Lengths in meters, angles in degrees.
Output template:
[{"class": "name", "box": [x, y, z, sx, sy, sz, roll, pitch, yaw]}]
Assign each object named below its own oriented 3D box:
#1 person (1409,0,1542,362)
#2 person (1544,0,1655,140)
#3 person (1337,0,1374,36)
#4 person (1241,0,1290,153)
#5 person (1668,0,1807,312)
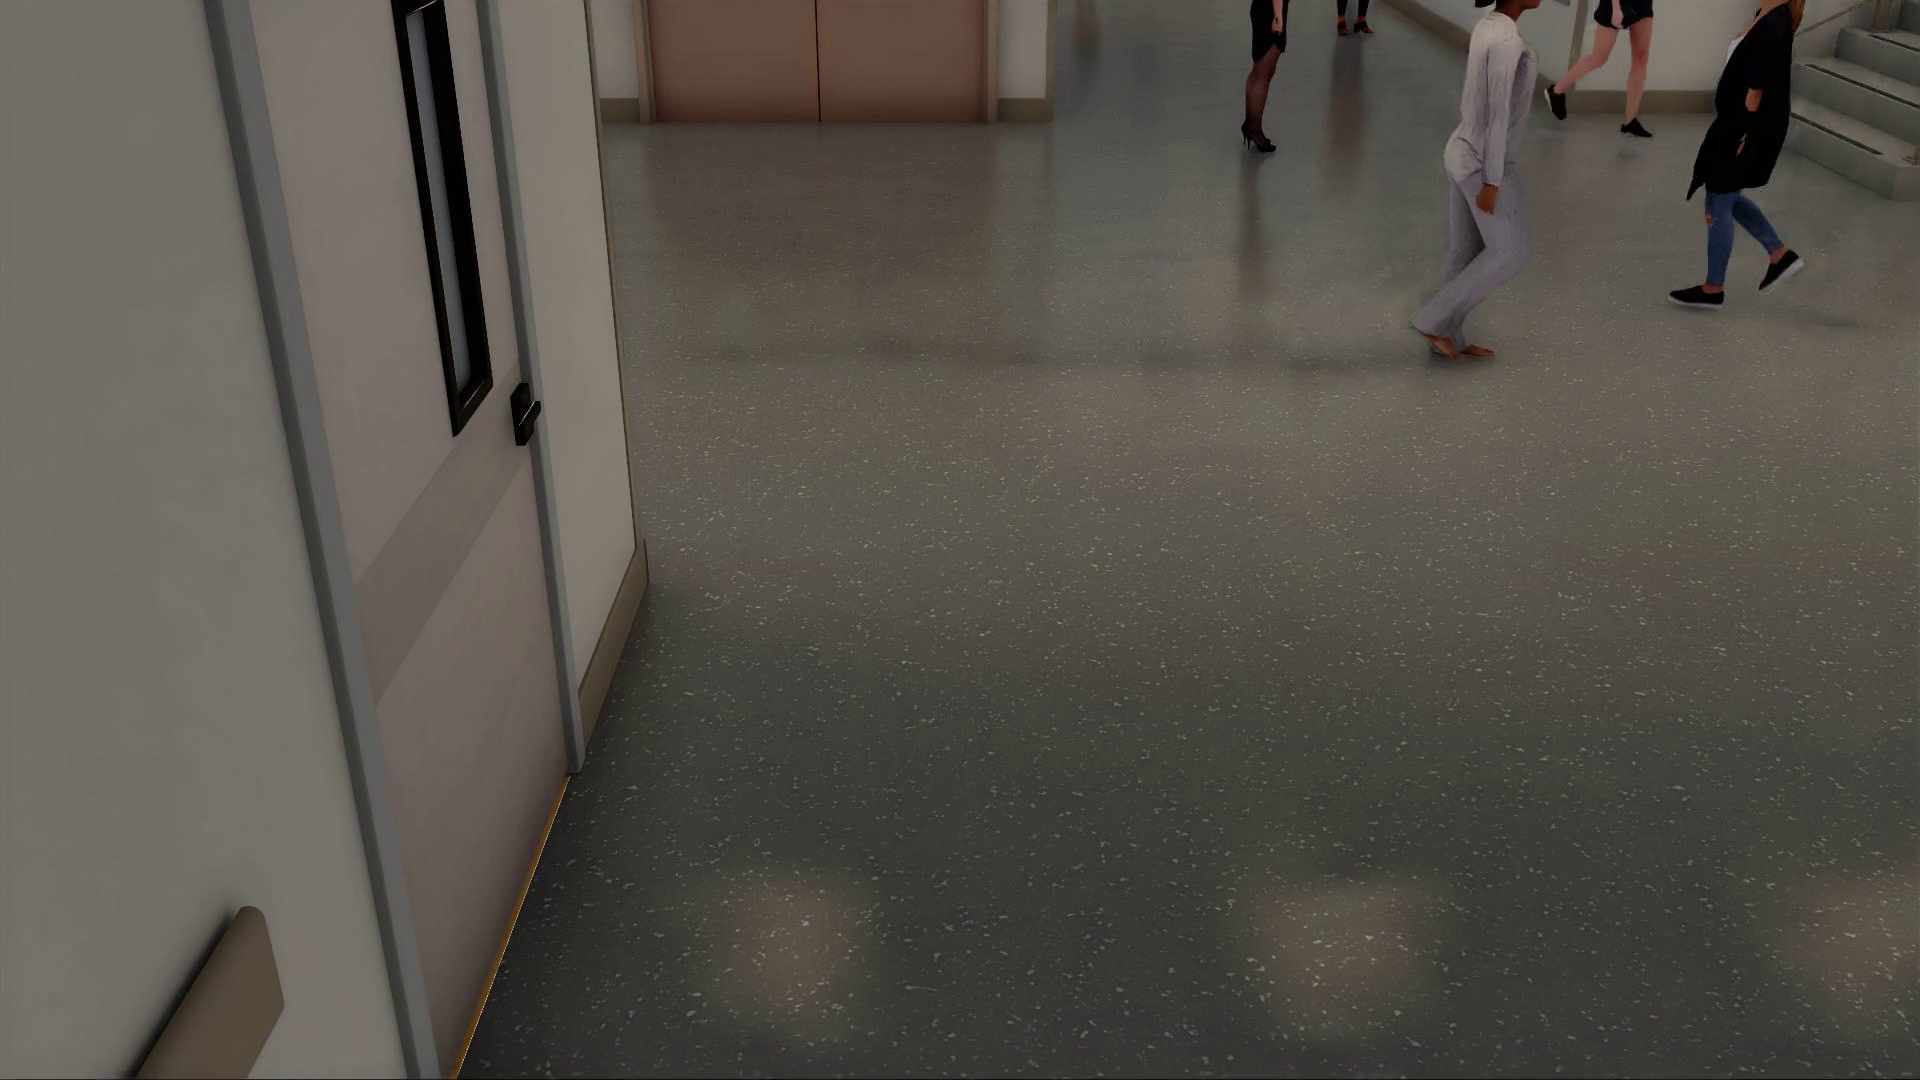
[{"class": "person", "box": [2.127, -1.583, 7.017, 0.682, 1.724, 0.648, 1, 26, 2]}, {"class": "person", "box": [4.390, -3.588, 11.175, 1.096, 1.723, 0.971, -13, 29, -25]}, {"class": "person", "box": [3.685, -5.508, 15.179, 0.570, 1.703, 0.719, -6, 26, -13]}, {"class": "person", "box": [2.025, -3.424, 10.858, 0.517, 1.703, 0.598, 2, 26, 3]}, {"class": "person", "box": [3.700, -1.848, 7.626, 0.908, 1.671, 0.810, 13, 28, 24]}]
